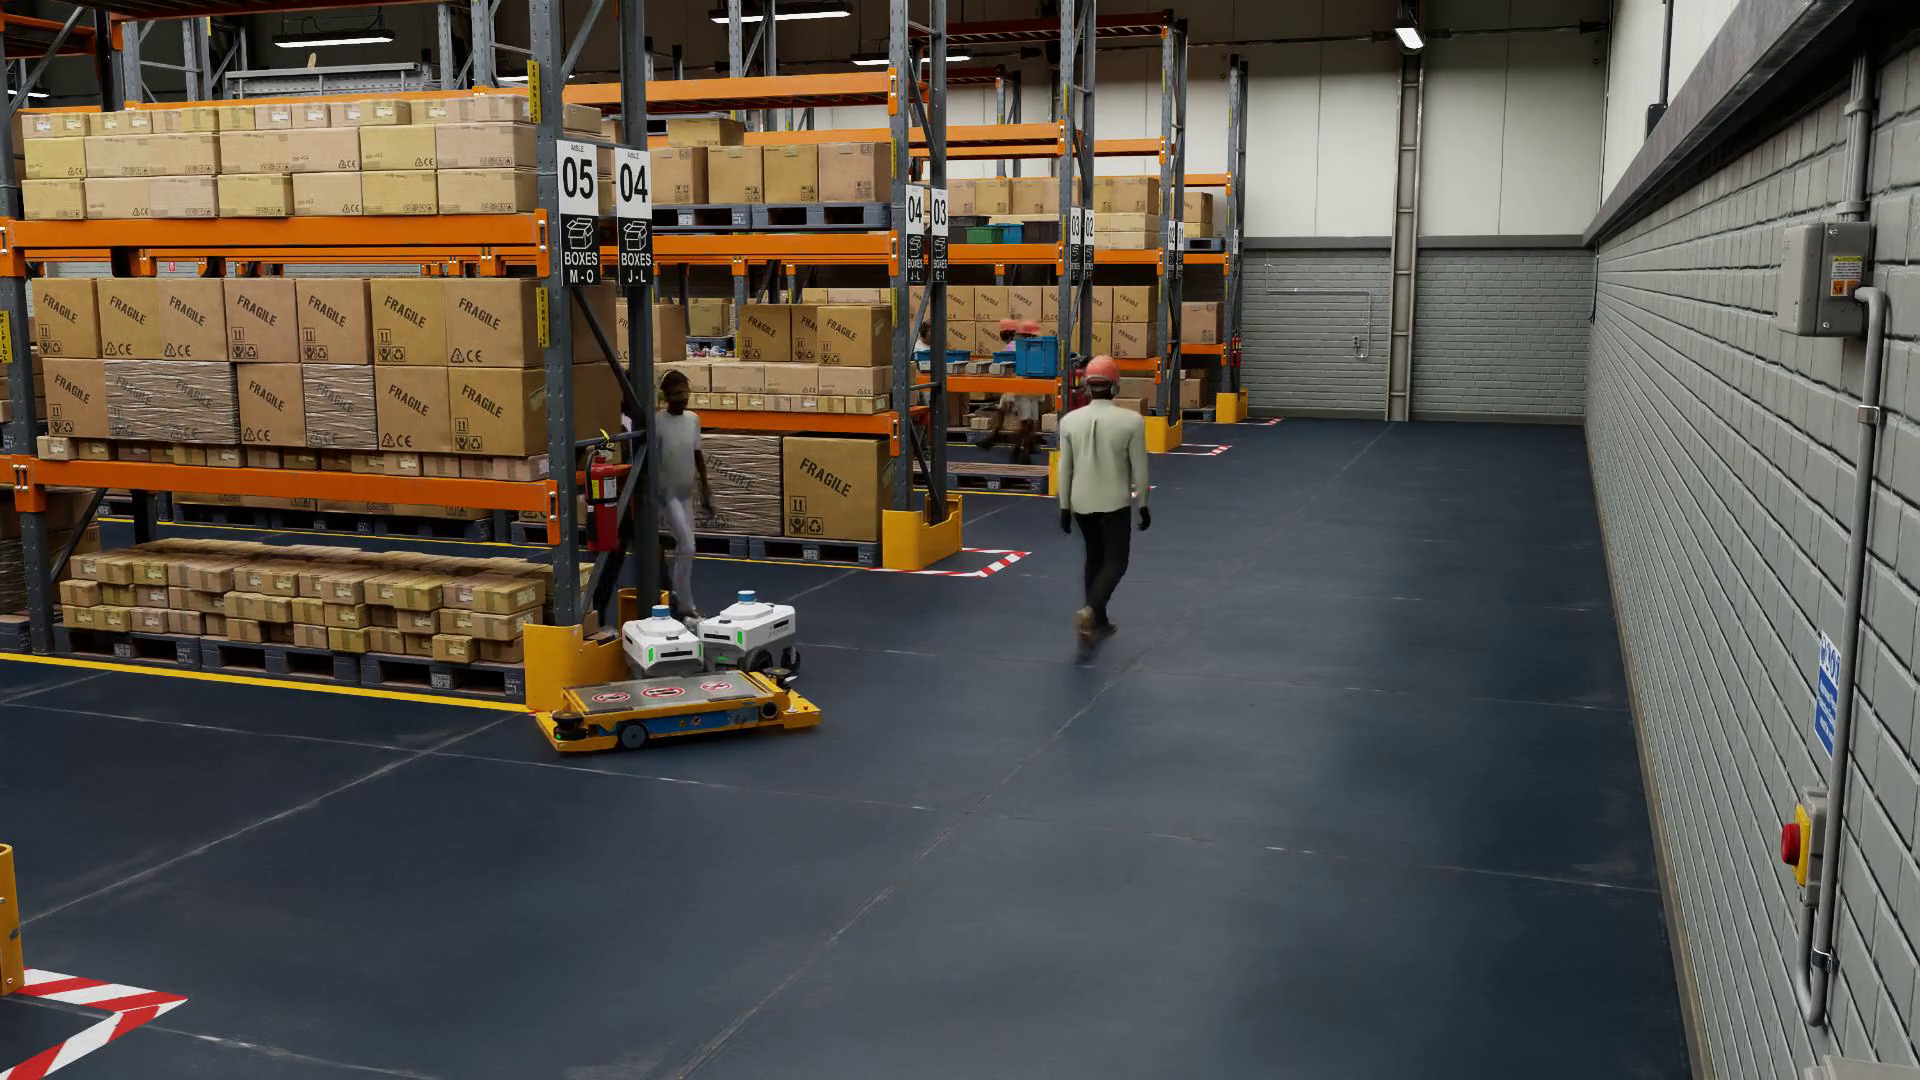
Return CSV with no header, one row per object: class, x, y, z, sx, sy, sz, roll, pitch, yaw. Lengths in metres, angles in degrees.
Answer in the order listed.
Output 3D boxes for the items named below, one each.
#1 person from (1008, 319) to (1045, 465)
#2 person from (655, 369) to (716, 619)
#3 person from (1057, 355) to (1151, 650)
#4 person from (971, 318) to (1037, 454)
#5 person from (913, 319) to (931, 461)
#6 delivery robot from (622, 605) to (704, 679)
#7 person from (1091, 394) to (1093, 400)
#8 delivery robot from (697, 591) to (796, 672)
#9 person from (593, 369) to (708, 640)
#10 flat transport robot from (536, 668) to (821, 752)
person,0.865,-1.822,21.053,0.577,1.924,0.399,-9,13,-43
person,-1.969,-0.291,11.762,0.435,1.837,0.531,5,10,28
person,0.925,-0.250,11.123,0.620,1.967,0.824,5,10,29
person,0.625,-2.122,23.042,0.994,1.881,0.573,2,9,12
person,-0.437,-1.805,20.907,0.354,1.936,0.635,5,10,26
delivery robot,-1.748,0.625,9.749,0.477,0.478,0.707,-4,10,-23
person,2.063,-2.690,26.649,0.596,1.869,0.638,-7,11,-36
delivery robot,-1.302,0.554,10.196,0.477,0.478,0.707,4,10,23
person,-2.144,-0.230,11.259,0.932,1.872,0.640,0,9,3
flat transport robot,-1.546,0.916,9.112,1.431,0.197,0.652,-4,10,-23
